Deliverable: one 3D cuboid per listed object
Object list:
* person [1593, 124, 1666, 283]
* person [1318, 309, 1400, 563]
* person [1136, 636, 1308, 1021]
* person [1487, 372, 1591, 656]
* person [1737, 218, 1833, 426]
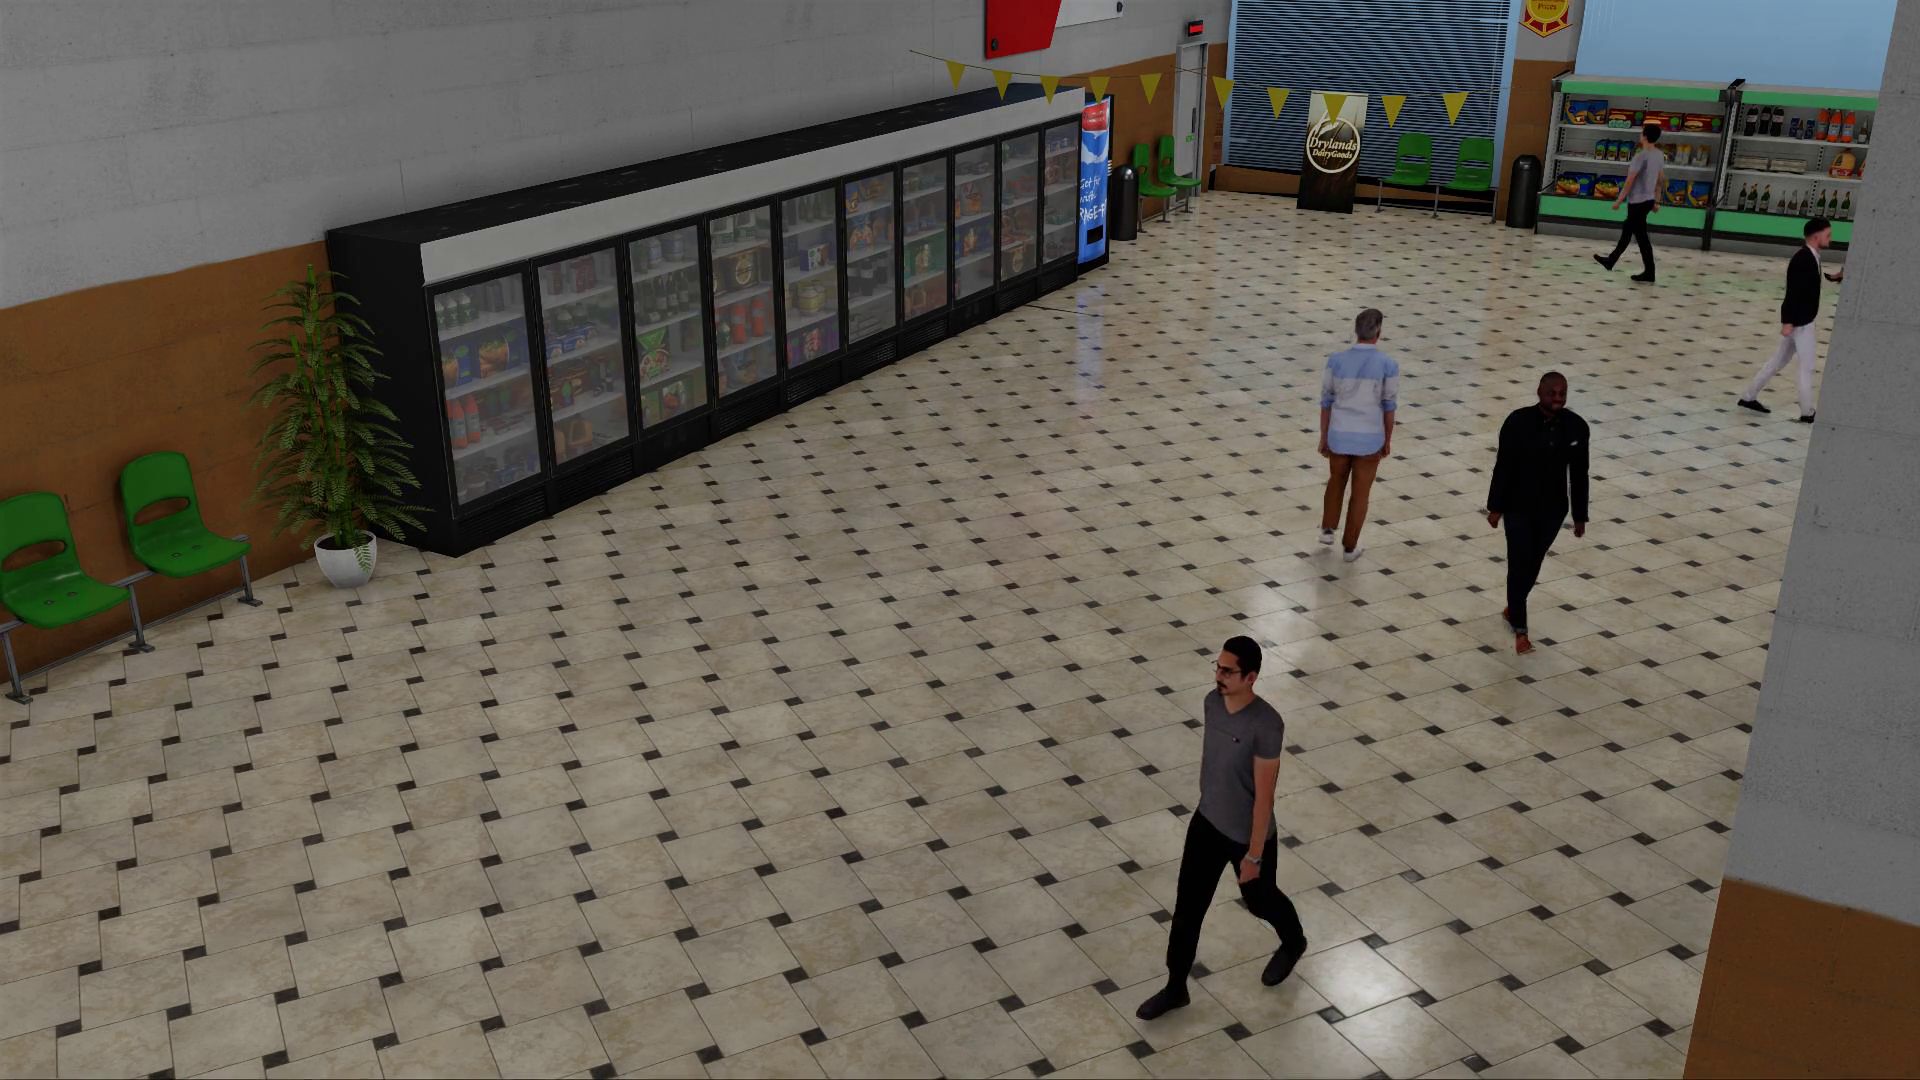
[{"bbox_3d":[8.212,-3.984,19.886,0.940,1.823,1.240,-17,27,-36],"label":"person"},{"bbox_3d":[2.778,-0.707,11.742,0.561,1.815,0.738,11,25,26],"label":"person"},{"bbox_3d":[1.241,1.208,7.086,0.953,1.732,1.146,-17,27,-36],"label":"person"},{"bbox_3d":[3.621,-0.207,10.543,1.173,1.780,1.120,0,22,1],"label":"person"},{"bbox_3d":[7.382,-1.952,14.851,1.031,1.806,0.672,12,25,27],"label":"person"}]
